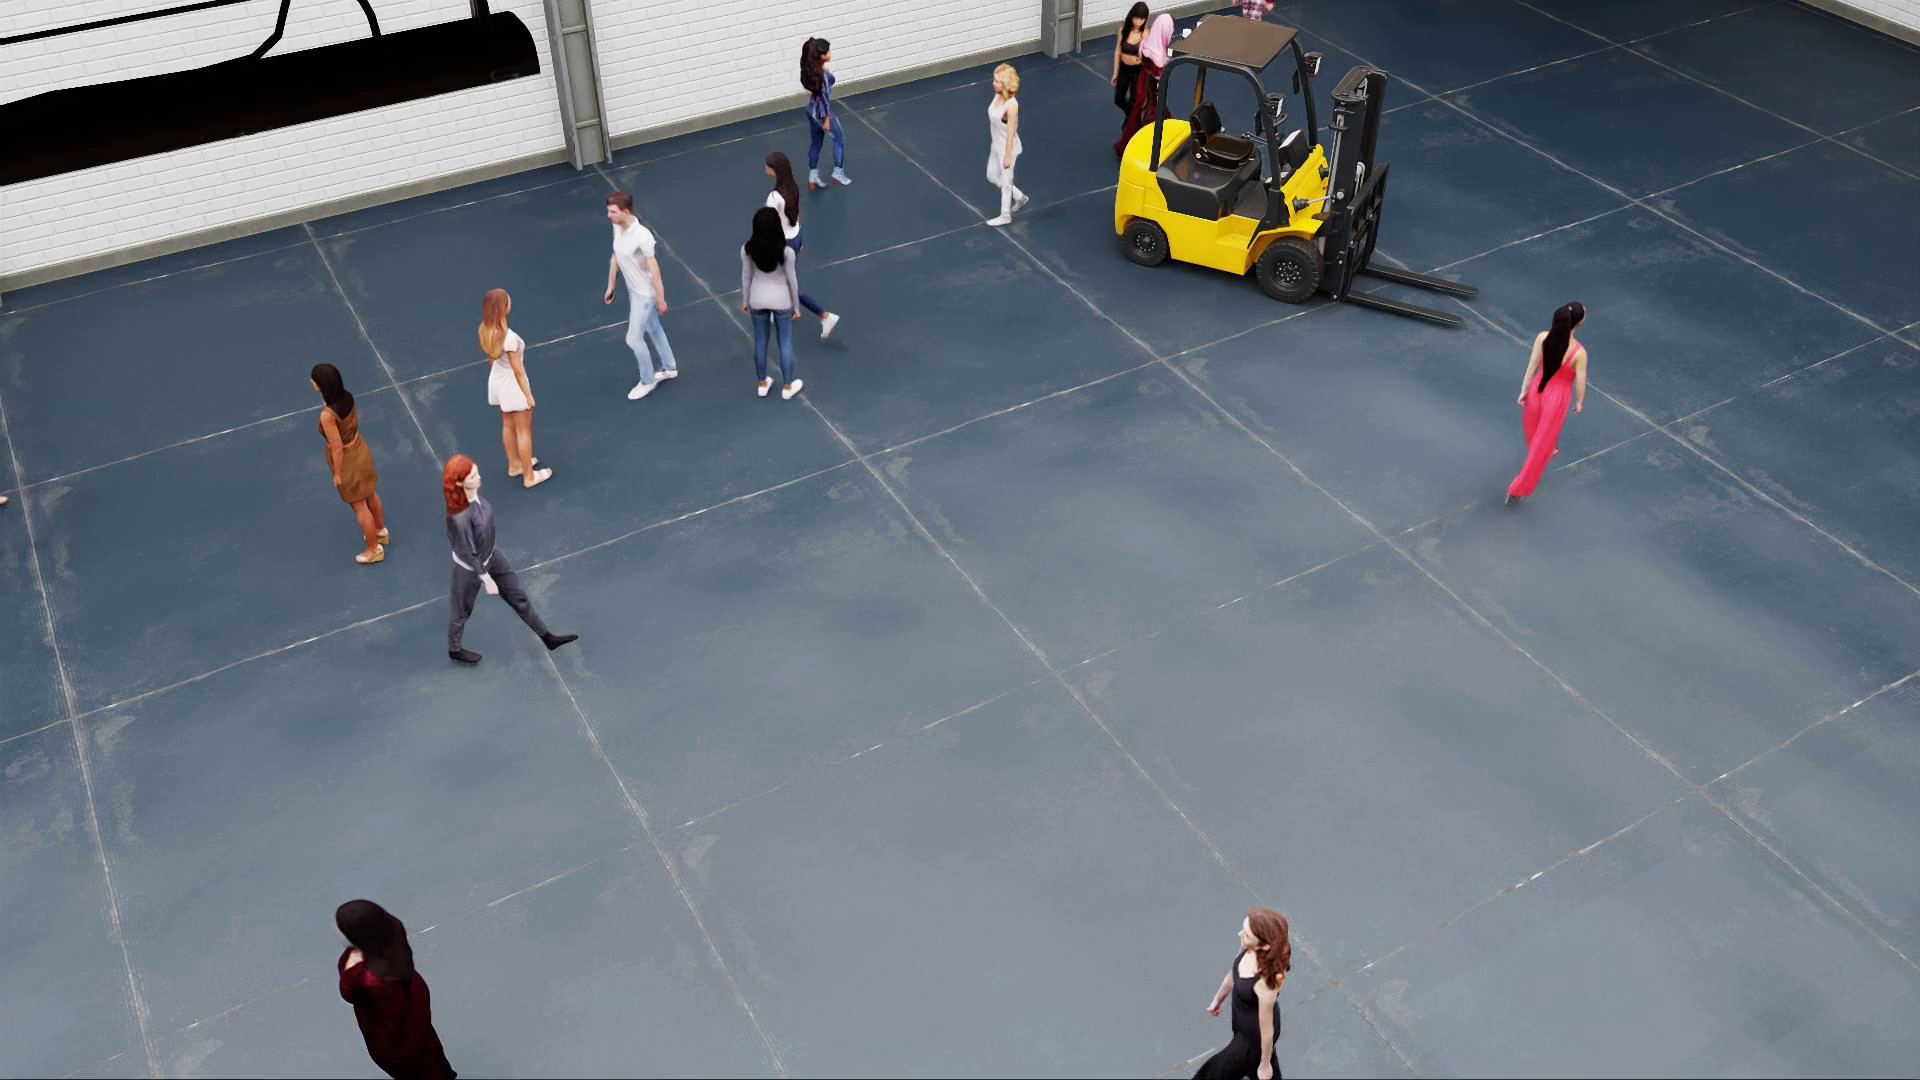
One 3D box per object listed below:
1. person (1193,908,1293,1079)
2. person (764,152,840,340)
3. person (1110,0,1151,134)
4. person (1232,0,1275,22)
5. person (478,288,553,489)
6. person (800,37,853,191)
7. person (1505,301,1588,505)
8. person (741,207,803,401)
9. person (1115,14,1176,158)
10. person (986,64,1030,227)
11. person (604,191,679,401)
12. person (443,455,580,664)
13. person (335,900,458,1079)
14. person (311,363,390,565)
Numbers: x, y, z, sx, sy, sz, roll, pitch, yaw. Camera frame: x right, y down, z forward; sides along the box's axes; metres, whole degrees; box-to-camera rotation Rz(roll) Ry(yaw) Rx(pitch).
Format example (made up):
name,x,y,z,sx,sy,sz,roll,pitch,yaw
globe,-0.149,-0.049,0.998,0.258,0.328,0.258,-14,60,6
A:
name,x,y,z,sx,sy,sz,roll,pitch,yaw
person,1.562,2.441,8.332,1.045,1.720,0.880,-2,39,-3
person,-1.435,-2.543,14.545,1.072,1.755,1.016,11,40,14
person,1.857,-4.991,17.715,0.786,1.624,0.885,18,42,21
person,3.494,-6.377,19.397,0.683,1.691,0.687,-29,47,-32
person,-3.492,-1.177,12.883,0.617,1.694,0.622,-32,48,-33
person,-1.478,-4.296,16.858,0.643,1.608,0.605,-20,43,-24
person,4.426,-0.996,12.664,1.135,1.685,0.734,-29,47,-31
person,-1.566,-1.955,13.827,0.675,1.732,0.776,5,39,6
person,1.902,-4.670,17.353,1.126,1.574,0.992,2,39,3
person,0.515,-3.861,16.269,0.733,1.662,0.673,-12,40,-15
person,-2.578,-2.108,13.940,0.768,1.830,0.659,-25,45,-28
person,-3.323,0.183,11.157,1.205,1.723,1.010,2,39,2
person,-2.826,2.386,8.375,0.651,1.752,0.699,-13,40,-16
person,-4.445,-0.567,12.123,0.649,1.690,0.636,-1,39,-1
